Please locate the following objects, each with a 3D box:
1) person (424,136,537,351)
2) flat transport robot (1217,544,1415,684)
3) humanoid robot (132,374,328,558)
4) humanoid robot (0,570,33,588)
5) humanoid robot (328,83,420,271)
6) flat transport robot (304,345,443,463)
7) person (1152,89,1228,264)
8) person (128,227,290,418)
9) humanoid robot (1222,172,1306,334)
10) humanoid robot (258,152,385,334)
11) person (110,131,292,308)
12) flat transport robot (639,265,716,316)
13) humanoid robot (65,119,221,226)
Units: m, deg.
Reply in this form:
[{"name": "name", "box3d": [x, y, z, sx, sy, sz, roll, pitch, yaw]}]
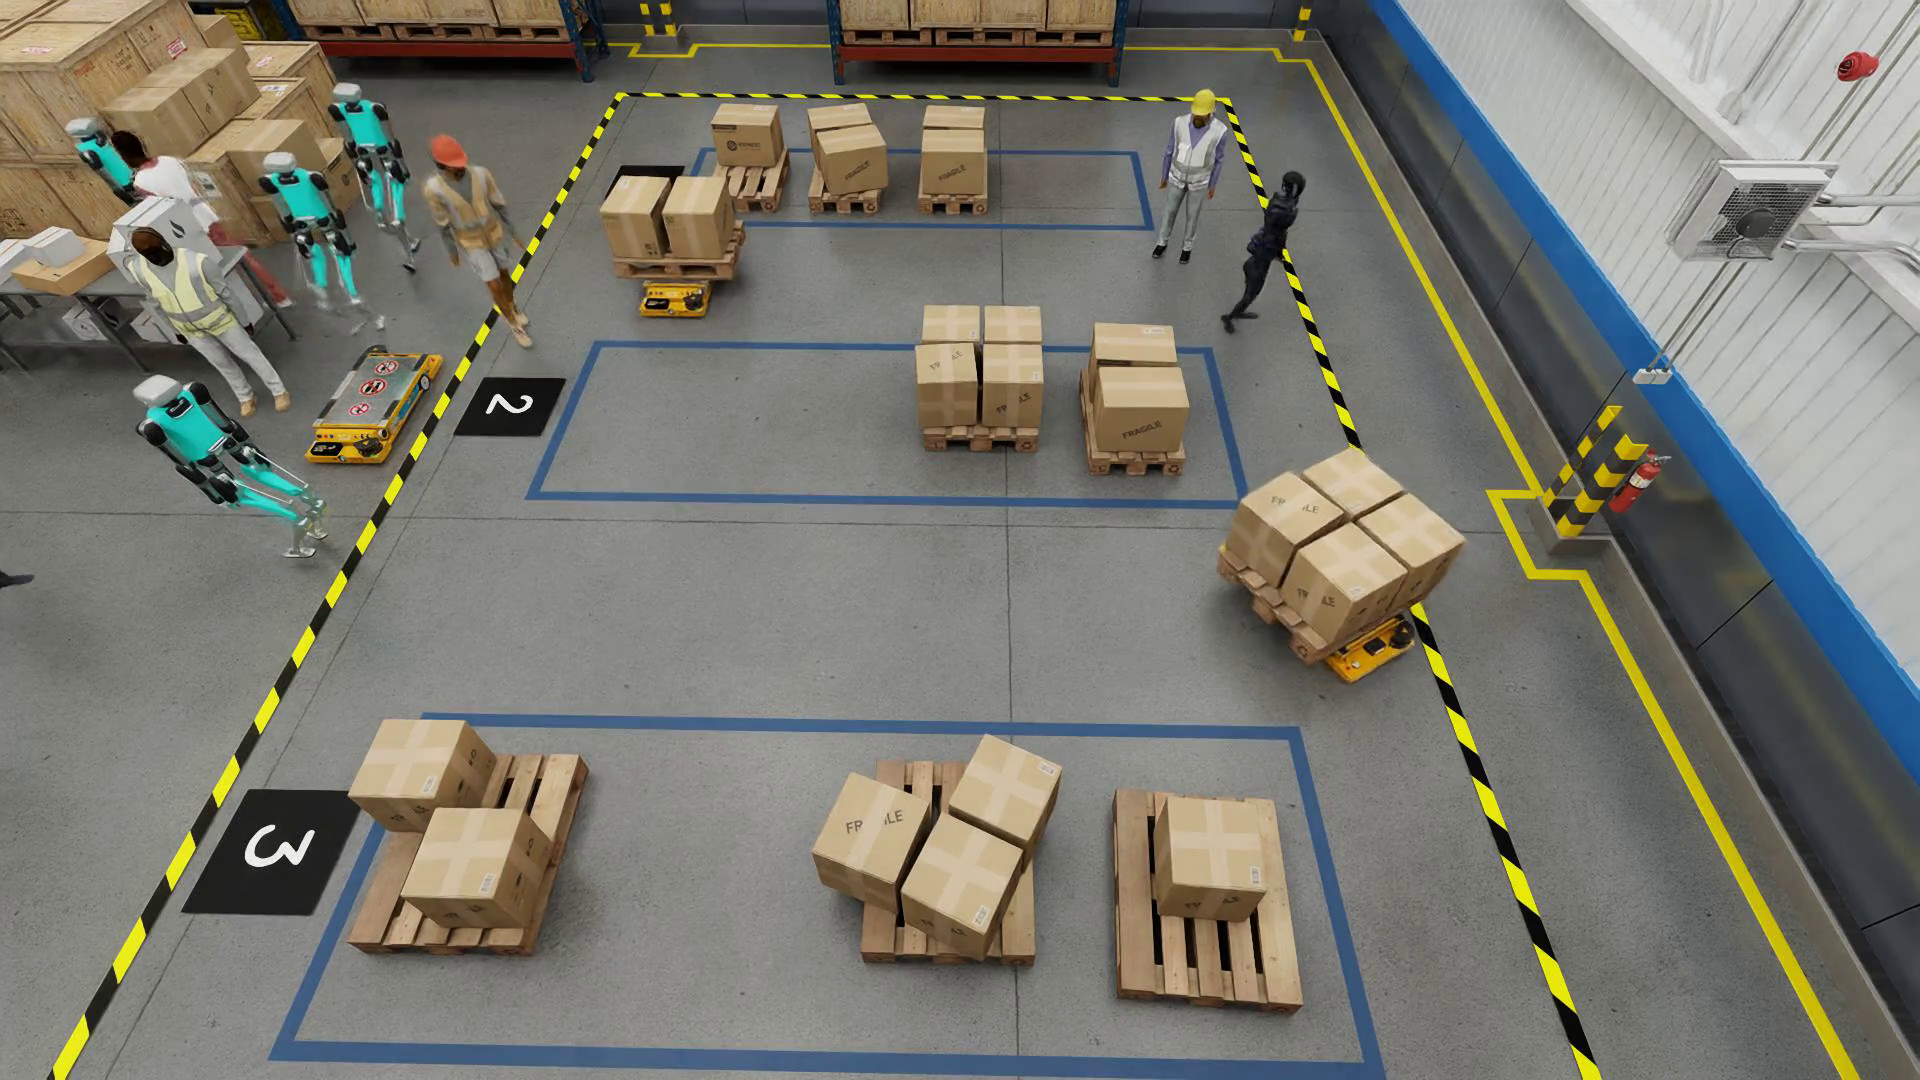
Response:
[{"name": "person", "box3d": [-4.381, -2.744, 8.549, 0.881, 2.007, 0.638, 36, 59, 27]}, {"name": "flat transport robot", "box3d": [2.713, 0.387, 7.021, 0.652, 0.197, 1.431, -24, 54, -19]}, {"name": "humanoid robot", "box3d": [-5.171, -0.477, 6.720, 0.735, 1.677, 0.533, 9, 50, 8]}, {"name": "humanoid robot", "box3d": [-7.616, -0.142, 6.573, 0.569, 1.641, 0.615, -11, 51, -9]}, {"name": "humanoid robot", "box3d": [-6.052, -3.669, 9.545, 0.555, 1.839, 0.882, -5, 50, -5]}, {"name": "flat transport robot", "box3d": [-5.383, -1.269, 8.441, 0.659, 0.231, 1.431, 1, 50, 1]}, {"name": "person", "box3d": [2.375, -3.749, 9.516, 0.599, 1.827, 0.404, 18, 52, 15]}, {"name": "person", "box3d": [-6.480, -1.865, 7.925, 0.631, 1.834, 0.429, -11, 51, -10]}, {"name": "humanoid robot", "box3d": [2.902, -2.743, 8.767, 0.381, 1.640, 0.588, 32, 57, 24]}, {"name": "humanoid robot", "box3d": [-6.026, -2.681, 8.675, 0.531, 1.805, 0.661, -9, 50, -8]}, {"name": "person", "box3d": [-7.447, -3.040, 8.896, 1.021, 1.850, 0.597, 2, 50, 1]}, {"name": "flat transport robot", "box3d": [-2.943, -2.900, 9.802, 0.652, 0.197, 1.431, 1, 50, 1]}, {"name": "humanoid robot", "box3d": [-8.040, -3.388, 9.285, 0.828, 1.797, 0.541, -18, 52, -14]}]
